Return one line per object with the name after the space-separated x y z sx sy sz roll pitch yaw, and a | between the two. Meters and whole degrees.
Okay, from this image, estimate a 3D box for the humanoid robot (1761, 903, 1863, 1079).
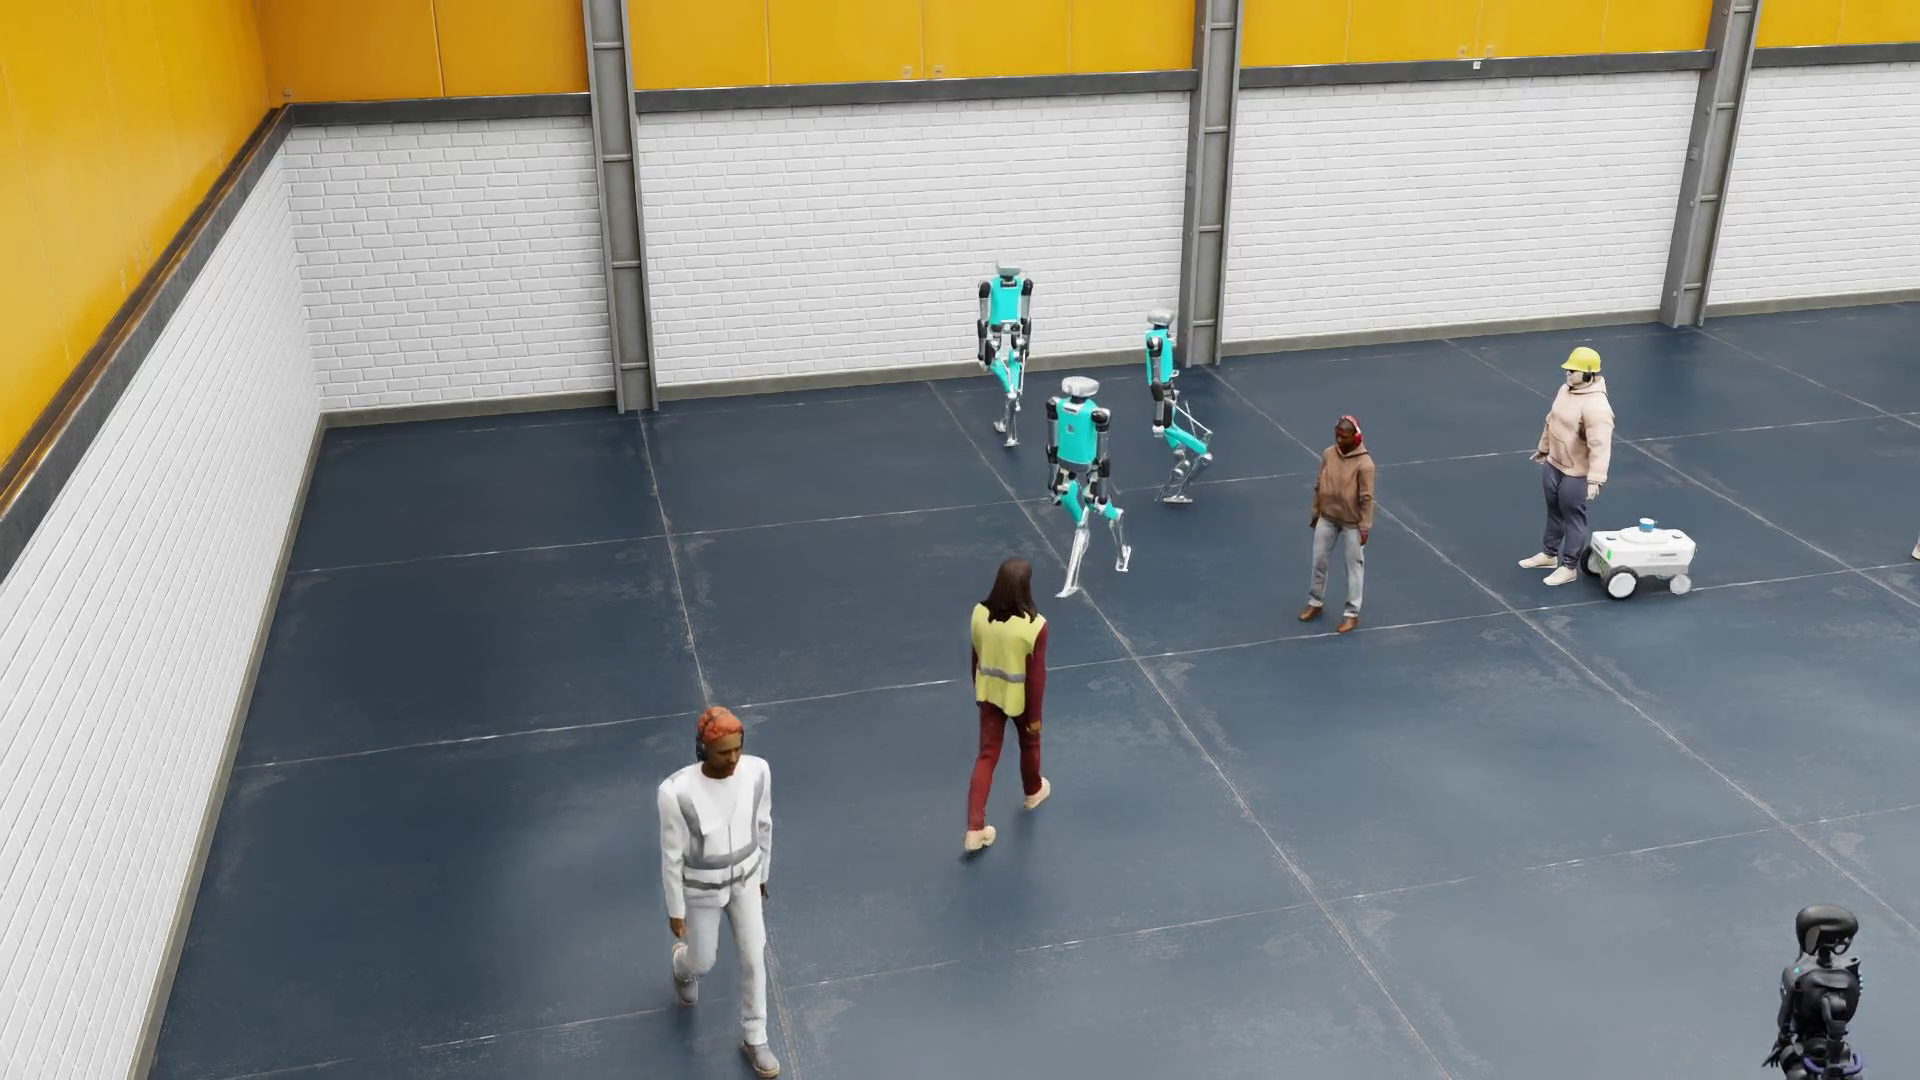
3.423 2.159 6.739 0.703 1.624 0.589 4 24 8 | humanoid robot

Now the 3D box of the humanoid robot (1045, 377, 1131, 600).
1.058 -0.463 12.616 0.539 1.782 0.927 17 29 33 | humanoid robot

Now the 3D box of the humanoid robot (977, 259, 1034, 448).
0.489 -1.673 15.412 0.550 1.778 1.044 -8 25 -18 | humanoid robot

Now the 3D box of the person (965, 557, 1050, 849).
0.270 0.901 9.507 0.480 1.726 0.908 11 26 24 | person

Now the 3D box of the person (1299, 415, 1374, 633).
2.751 -0.130 11.952 0.481 1.645 0.312 20 31 38 | person

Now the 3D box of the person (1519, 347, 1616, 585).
4.673 -0.570 12.669 0.414 1.868 0.808 -5 24 -11 | person

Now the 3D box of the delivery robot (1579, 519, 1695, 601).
5.187 0.134 12.714 0.809 0.606 0.499 -2 24 -3 | delivery robot

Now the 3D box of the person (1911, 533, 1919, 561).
7.874 -0.641 12.973 0.521 1.756 0.360 -12 26 -25 | person

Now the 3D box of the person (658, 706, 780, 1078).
-1.142 1.583 7.794 0.578 1.858 0.762 -13 27 -27 | person

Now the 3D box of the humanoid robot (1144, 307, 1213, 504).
1.886 -1.027 13.949 0.748 1.836 0.542 6 24 12 | humanoid robot
